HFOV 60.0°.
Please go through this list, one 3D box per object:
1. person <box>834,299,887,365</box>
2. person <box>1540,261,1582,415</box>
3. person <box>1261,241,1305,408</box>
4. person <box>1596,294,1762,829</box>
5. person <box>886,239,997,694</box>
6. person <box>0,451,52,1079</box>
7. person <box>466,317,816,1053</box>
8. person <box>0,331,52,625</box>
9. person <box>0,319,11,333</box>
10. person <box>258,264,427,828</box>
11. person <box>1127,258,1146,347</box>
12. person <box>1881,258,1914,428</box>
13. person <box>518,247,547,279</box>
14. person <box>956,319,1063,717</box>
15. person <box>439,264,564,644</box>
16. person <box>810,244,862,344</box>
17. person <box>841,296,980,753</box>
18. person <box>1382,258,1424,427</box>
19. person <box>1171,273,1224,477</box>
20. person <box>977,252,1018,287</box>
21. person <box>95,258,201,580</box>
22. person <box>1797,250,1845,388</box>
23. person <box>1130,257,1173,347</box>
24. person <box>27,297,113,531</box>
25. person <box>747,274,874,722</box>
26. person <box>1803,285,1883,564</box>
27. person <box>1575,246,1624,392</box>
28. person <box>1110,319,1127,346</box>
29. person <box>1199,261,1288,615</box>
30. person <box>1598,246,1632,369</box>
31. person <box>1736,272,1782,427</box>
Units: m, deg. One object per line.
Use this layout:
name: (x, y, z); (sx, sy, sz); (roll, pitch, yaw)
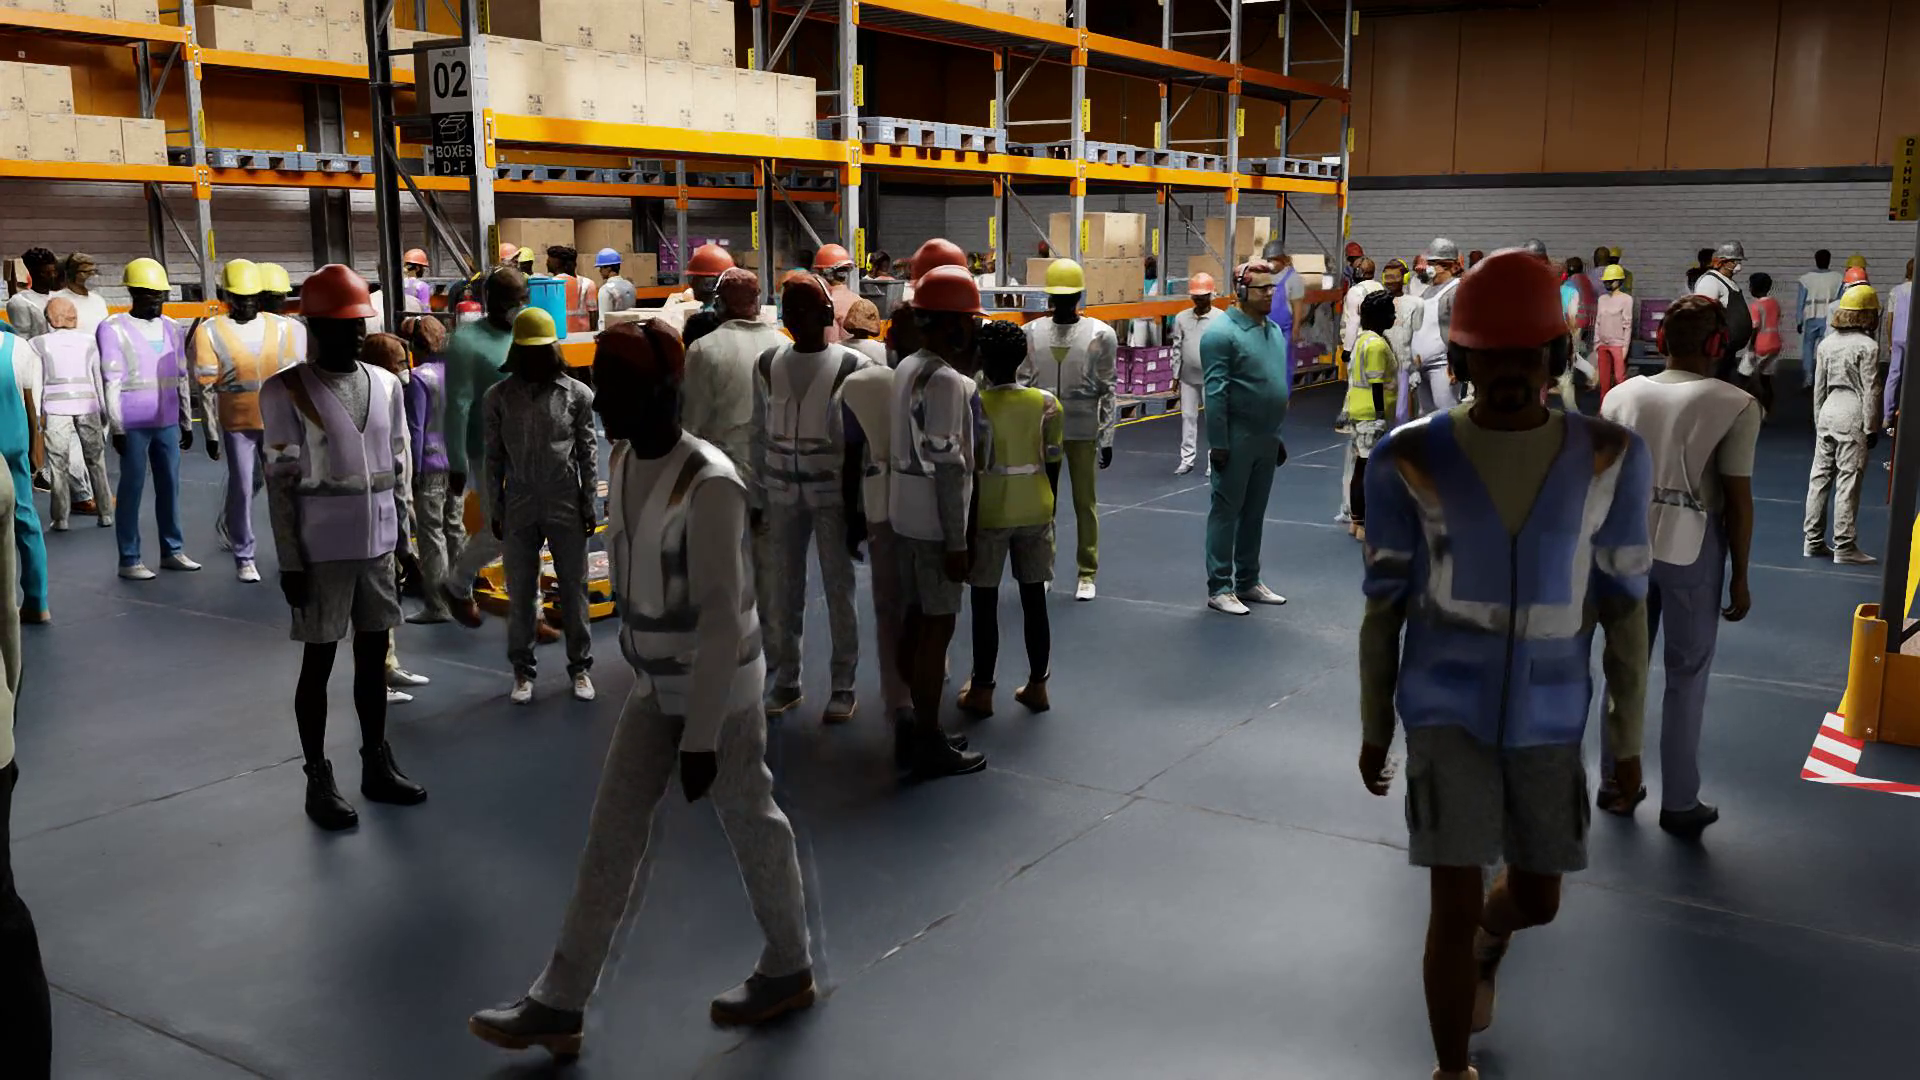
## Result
person: (-0.643, -0.785, 11.108); (0.507, 1.633, 0.277); (6, 12, 28)
person: (6.337, -2.049, 17.655); (0.594, 1.792, 0.951); (9, 14, 42)
person: (3.672, -2.544, 19.727); (0.700, 2.000, 0.840); (7, 13, 36)
person: (2.450, 0.079, 5.755); (0.393, 1.838, 0.560); (-7, 12, -34)
person: (-0.059, -0.300, 7.340); (0.617, 2.028, 0.410); (4, 11, 21)
person: (-2.112, 0.442, 3.307); (0.379, 1.996, 0.610); (2, 10, 9)
person: (-0.746, 0.391, 4.035); (1.008, 1.829, 0.603); (-8, 13, -38)
person: (-5.010, -0.432, 8.598); (0.348, 1.839, 0.503); (6, 12, 28)
person: (-7.731, -1.203, 13.139); (0.352, 1.738, 0.574); (1, 10, 7)
person: (-2.135, 0.016, 5.824); (0.361, 1.940, 0.543); (7, 13, 35)
person: (2.949, -3.782, 27.382); (0.342, 1.751, 0.563); (-4, 11, -19)
person: (10.144, -2.091, 17.772); (0.346, 1.843, 0.506); (-5, 11, -24)
person: (-5.591, -2.823, 21.588); (0.594, 1.925, 0.370); (0, 10, 2)
person: (0.193, -0.086, 7.081); (0.533, 1.694, 0.320); (-4, 11, -23)
person: (-2.323, -0.418, 8.308); (0.590, 1.911, 0.674); (7, 13, 35)
person: (-0.888, -1.130, 12.019); (0.397, 1.992, 0.621); (4, 11, 22)
person: (-0.196, -0.067, 6.687); (0.565, 1.806, 0.880); (-1, 10, -4)
person: (3.677, -1.452, 14.160); (0.533, 1.866, 0.315); (8, 13, 39)
person: (2.067, -1.412, 14.279); (0.568, 1.744, 0.349); (7, 12, 33)
person: (0.494, -2.763, 21.308); (0.591, 1.912, 0.398); (6, 12, 29)
person: (-4.855, -0.724, 10.000); (0.407, 1.918, 0.588); (5, 11, 26)
person: (11.694, -2.979, 22.555); (0.644, 1.883, 0.764); (5, 11, 26)
person: (2.647, -3.018, 23.081); (0.641, 1.787, 1.003); (4, 11, 19)
person: (-6.227, -0.879, 11.648); (0.514, 1.630, 0.320); (-8, 13, -39)
person: (-0.631, -0.171, 7.016); (0.575, 1.883, 0.355); (3, 11, 17)
person: (5.593, -0.726, 10.478); (0.295, 1.744, 0.484); (-3, 11, -16)
person: (8.524, -2.938, 22.195); (0.631, 1.939, 0.372); (-4, 11, -20)
person: (3.046, -4.549, 31.629); (0.326, 1.752, 0.563); (-7, 13, -35)
person: (1.586, -0.559, 9.104); (0.409, 1.908, 0.639); (10, 14, 43)
person: (9.900, -3.500, 25.343); (0.591, 1.925, 0.387); (3, 11, 15)
person: (8.676, -2.060, 18.038); (0.541, 1.680, 0.370); (-6, 12, -29)
